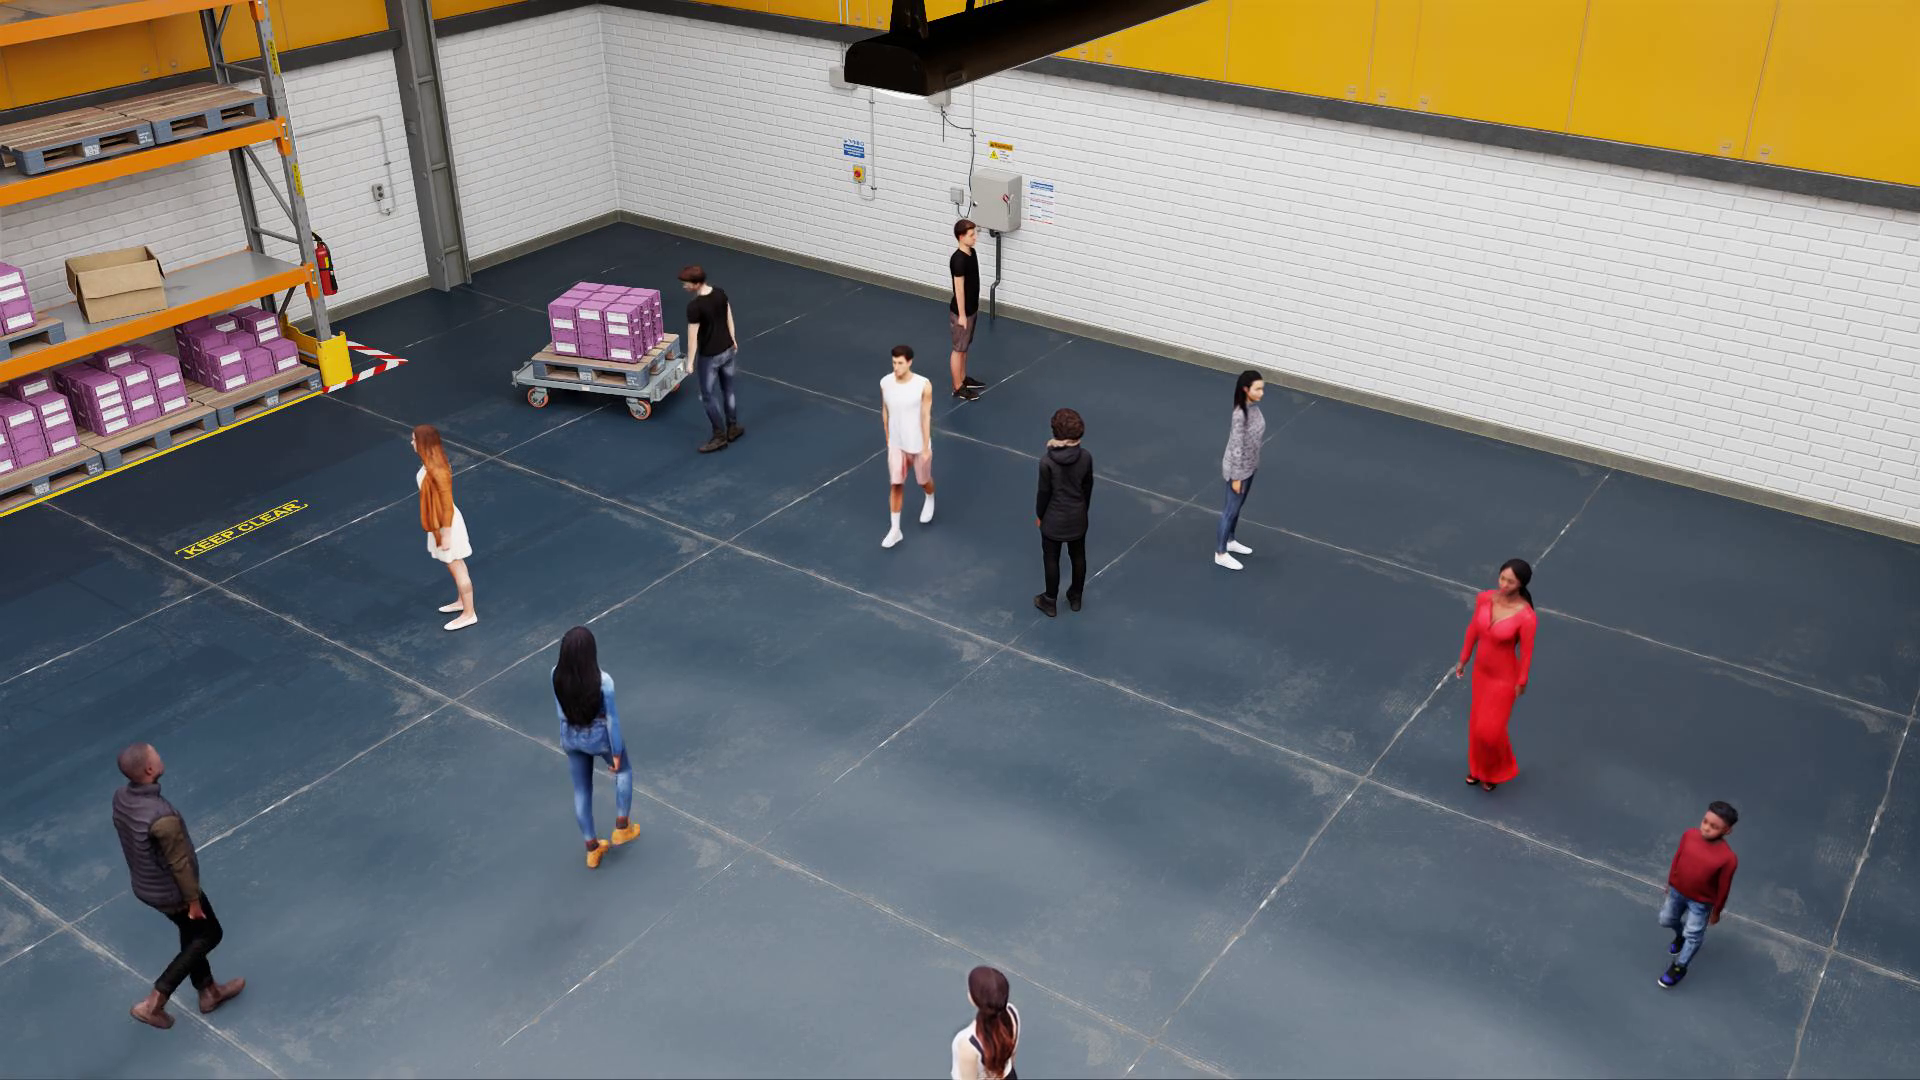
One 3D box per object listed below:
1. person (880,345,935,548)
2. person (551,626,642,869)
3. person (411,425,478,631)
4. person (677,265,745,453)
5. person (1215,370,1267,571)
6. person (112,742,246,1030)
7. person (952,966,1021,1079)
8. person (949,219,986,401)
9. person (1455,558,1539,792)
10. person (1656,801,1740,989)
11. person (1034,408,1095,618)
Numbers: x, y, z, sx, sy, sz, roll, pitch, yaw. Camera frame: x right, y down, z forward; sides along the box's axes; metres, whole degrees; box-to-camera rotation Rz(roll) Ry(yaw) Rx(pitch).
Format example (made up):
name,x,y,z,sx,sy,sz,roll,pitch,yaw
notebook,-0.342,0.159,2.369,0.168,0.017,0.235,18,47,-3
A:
name,x,y,z,sx,sy,sz,roll,pitch,yaw
person,-0.388,-0.869,14.375,0.869,1.750,1.196,10,30,17
person,-2.343,1.333,10.390,0.740,1.701,0.788,5,29,8
person,-4.028,-0.125,13.041,0.738,1.721,0.718,-11,31,-20
person,-2.297,-1.794,15.956,0.526,1.860,0.907,-20,34,-32
person,2.352,-0.617,13.932,0.707,1.732,0.514,12,31,22
person,-4.419,1.945,9.147,0.731,1.817,0.890,23,36,35
person,0.138,2.698,7.942,0.610,1.649,0.447,20,34,32
person,0.040,-2.386,17.039,0.820,1.861,0.663,7,29,12
person,3.643,0.889,11.129,0.795,1.772,0.733,-18,33,-29
person,4.288,2.009,9.622,0.722,1.249,0.629,-17,33,-28
person,0.829,-0.213,13.140,0.723,1.781,0.799,-9,30,-16
